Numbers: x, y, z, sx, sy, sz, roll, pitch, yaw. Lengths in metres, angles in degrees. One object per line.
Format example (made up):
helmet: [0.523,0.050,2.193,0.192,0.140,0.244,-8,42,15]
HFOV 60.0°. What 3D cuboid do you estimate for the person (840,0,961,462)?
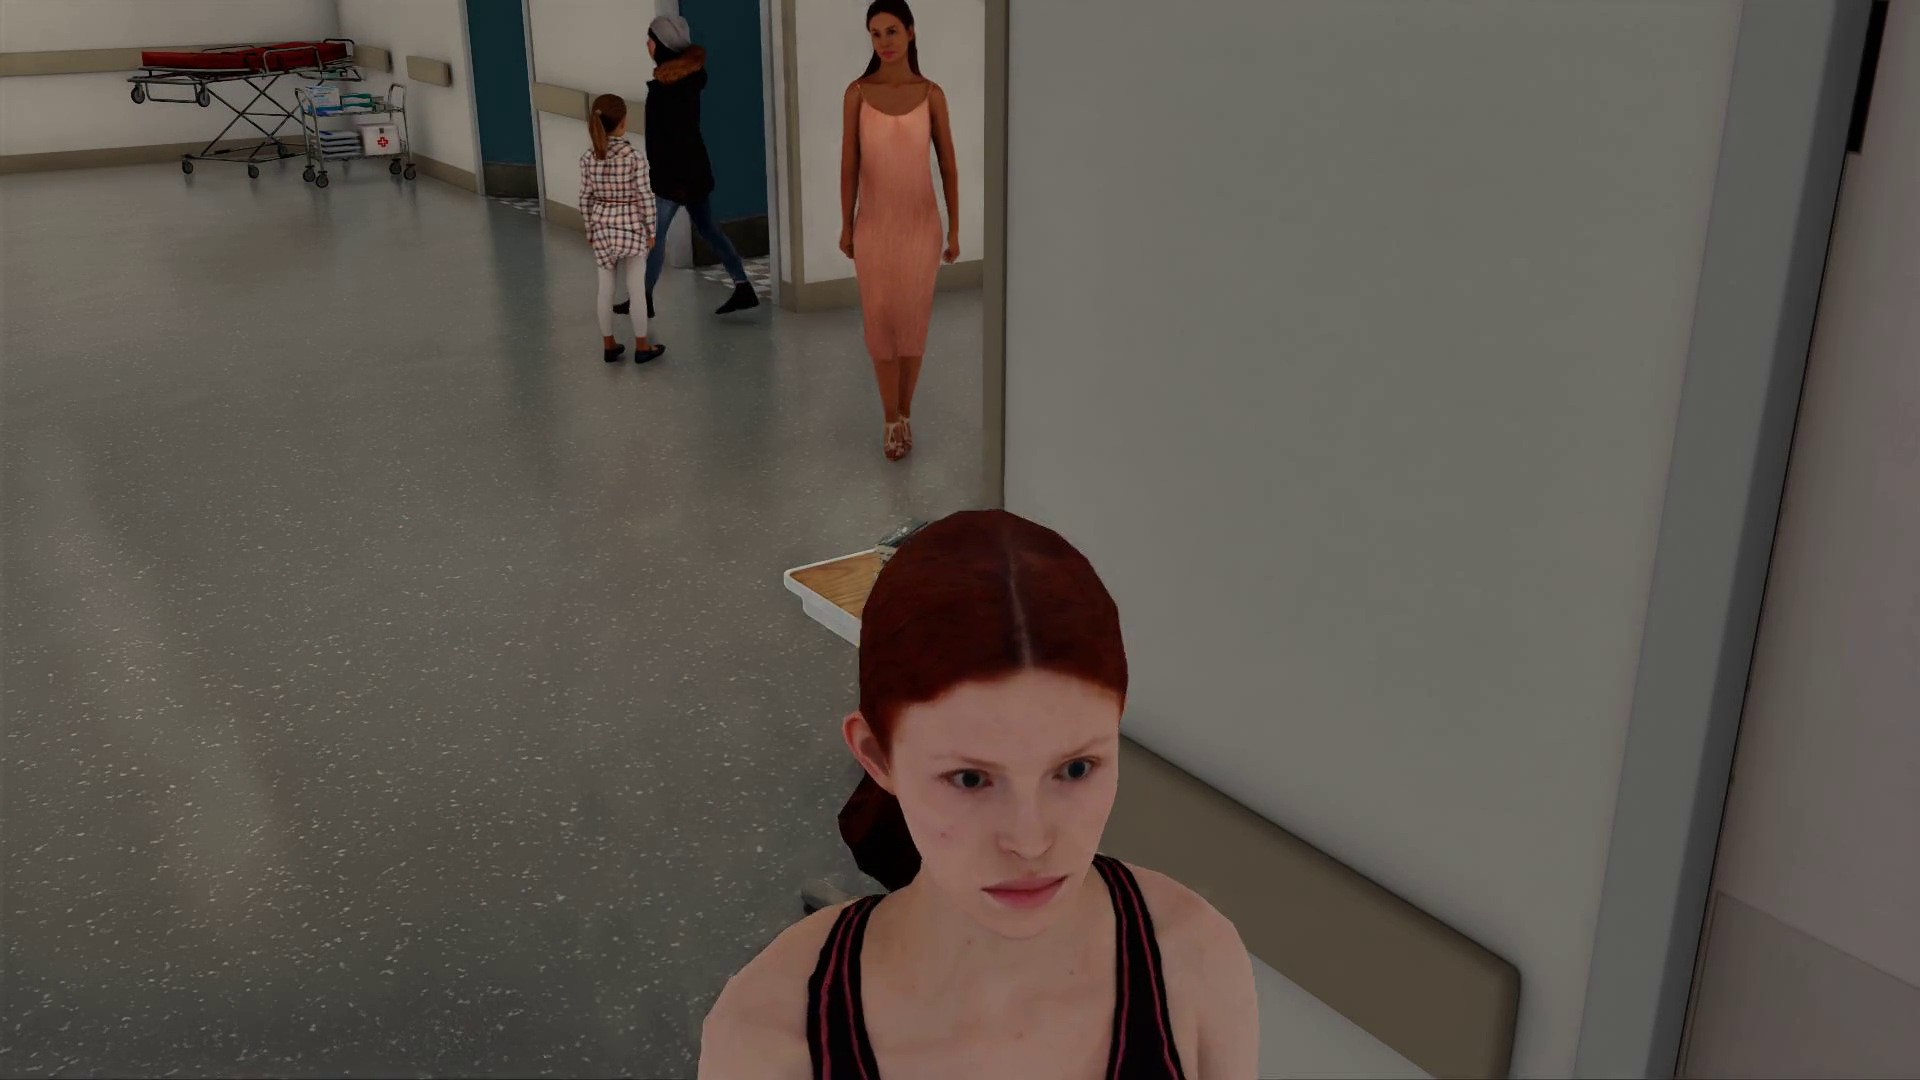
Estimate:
person: [-0.255,-1.244,6.721,0.767,1.814,0.816,-2,21,-7]

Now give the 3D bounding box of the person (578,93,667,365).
person: [-1.688,-1.533,8.196,0.606,1.311,0.671,4,21,11]

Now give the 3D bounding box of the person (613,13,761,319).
person: [-1.417,-1.955,8.904,1.102,1.598,1.070,2,21,6]

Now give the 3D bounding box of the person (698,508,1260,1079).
person: [0.007,0.802,1.413,0.761,1.749,1.154,-7,22,-19]
